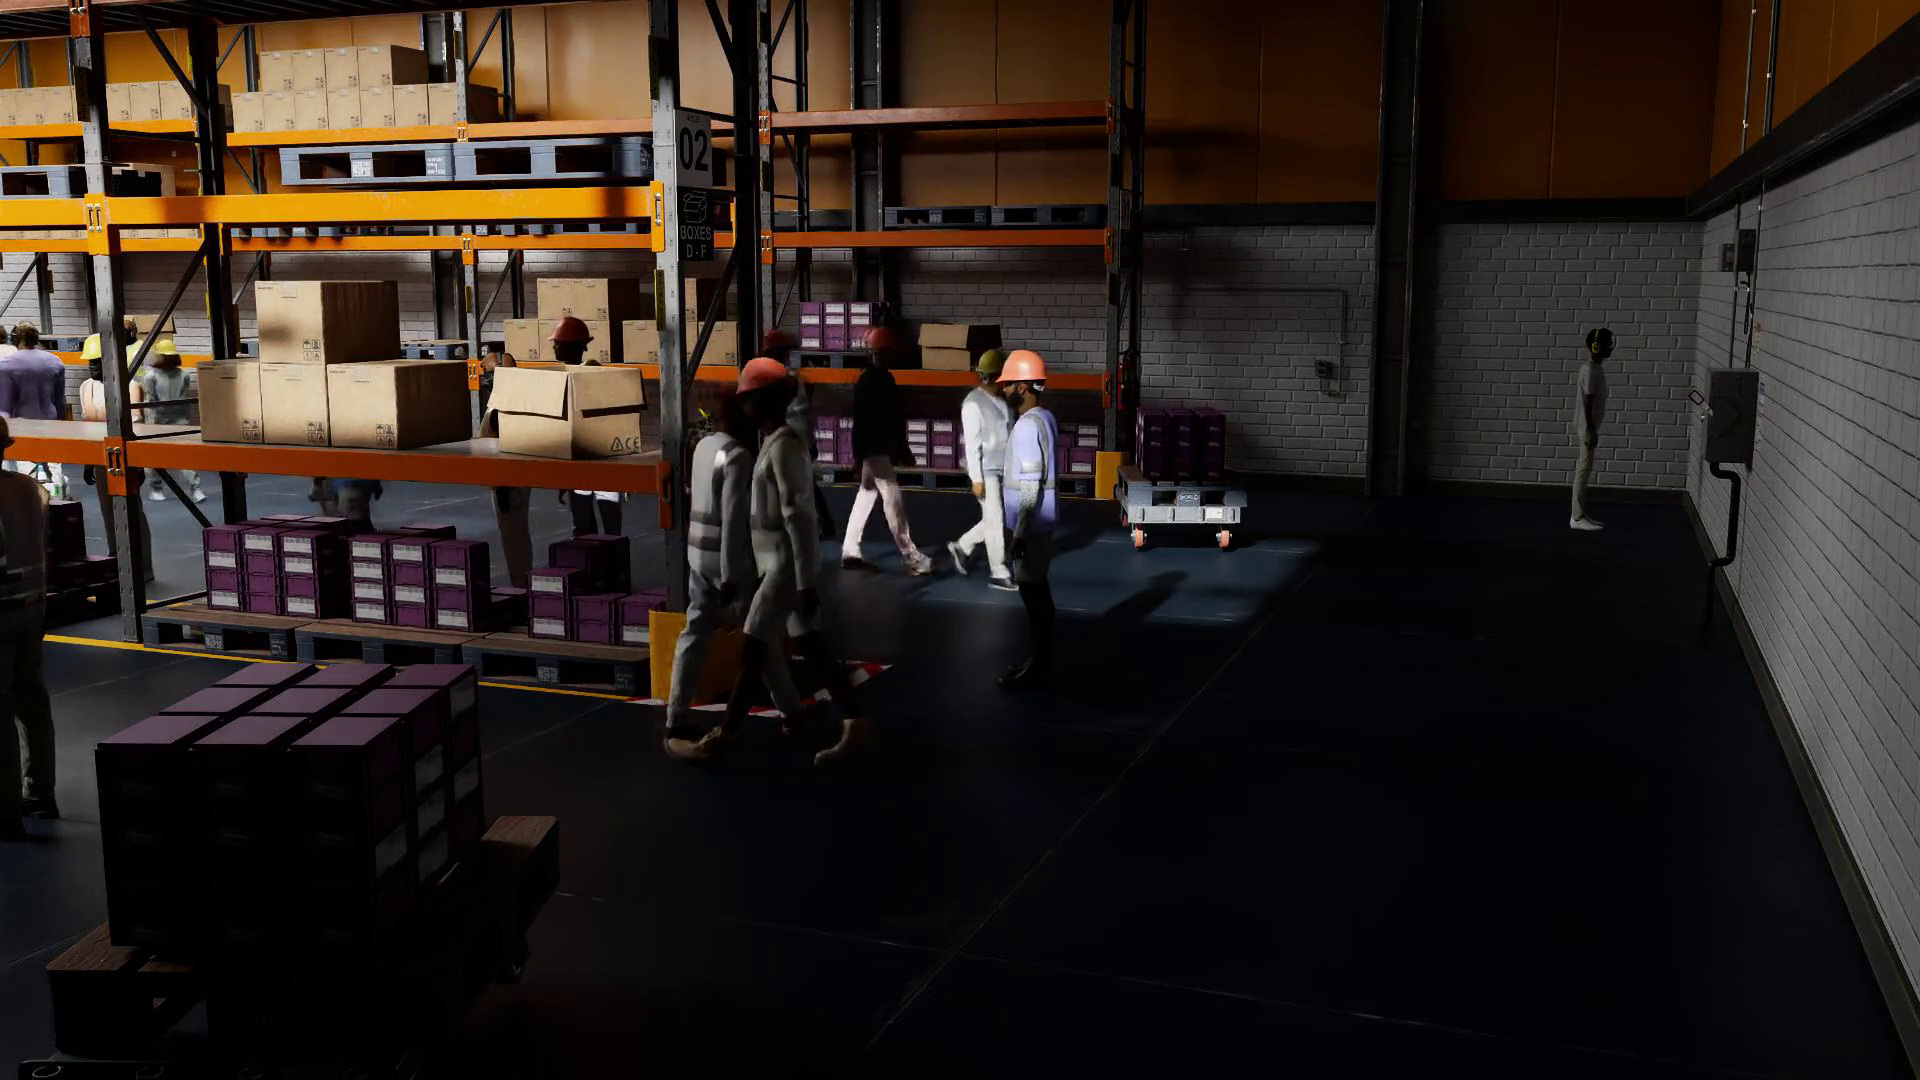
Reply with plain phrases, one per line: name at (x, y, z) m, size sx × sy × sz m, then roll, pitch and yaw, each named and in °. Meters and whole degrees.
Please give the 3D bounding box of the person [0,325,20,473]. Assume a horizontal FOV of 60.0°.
person at (-10.534, -1.456, 18.333) m, size 0.656 × 1.823 × 0.644 m, roll 7°, pitch 12°, yaw 39°

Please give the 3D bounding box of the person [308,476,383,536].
person at (-4.527, -0.424, 12.321) m, size 0.886 × 1.644 × 0.544 m, roll 2°, pitch 9°, yaw 15°

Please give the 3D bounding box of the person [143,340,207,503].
person at (-8.181, -1.222, 17.224) m, size 0.920 × 1.692 × 0.505 m, roll 8°, pitch 12°, yaw 40°

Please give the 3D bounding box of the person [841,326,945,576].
person at (-0.526, -0.692, 13.083) m, size 0.980 × 1.949 × 0.618 m, roll 2°, pitch 9°, yaw 11°

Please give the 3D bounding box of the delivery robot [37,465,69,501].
delivery robot at (-8.656, -0.464, 15.730) m, size 0.477 × 0.478 × 0.707 m, roll -4°, pitch 10°, yaw -22°

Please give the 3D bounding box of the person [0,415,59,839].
person at (-4.068, 0.338, 6.988) m, size 0.404 × 1.833 × 0.605 m, roll 1°, pitch 9°, yaw 4°

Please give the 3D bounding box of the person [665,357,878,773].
person at (-0.869, 0.125, 7.915) m, size 1.030 × 1.964 × 0.664 m, roll -1°, pitch 9°, yaw -6°

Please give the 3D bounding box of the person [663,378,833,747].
person at (-1.104, 0.109, 8.386) m, size 0.944 × 1.837 × 0.588 m, roll -6°, pitch 11°, yaw -34°

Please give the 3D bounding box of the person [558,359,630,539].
person at (-2.594, -0.393, 11.785) m, size 0.524 × 1.769 × 0.325 m, roll -1°, pitch 9°, yaw -6°

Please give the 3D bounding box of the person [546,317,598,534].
person at (-2.895, -0.647, 12.499) m, size 0.365 × 2.048 × 0.608 m, roll -1°, pitch 9°, yaw -7°

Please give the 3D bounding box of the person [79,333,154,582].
person at (-6.463, -0.611, 12.683) m, size 0.588 × 1.919 × 0.395 m, roll 3°, pitch 10°, yaw 20°

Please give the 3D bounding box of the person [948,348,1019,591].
person at (0.203, -0.538, 12.550) m, size 0.701 × 1.815 × 0.614 m, roll 5°, pitch 10°, yaw 30°

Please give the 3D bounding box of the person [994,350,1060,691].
person at (0.372, -0.107, 9.457) m, size 0.373 × 1.934 × 0.551 m, roll 2°, pitch 9°, yaw 14°

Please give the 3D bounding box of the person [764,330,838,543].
person at (-1.511, -0.885, 14.499) m, size 1.000 × 1.872 × 0.579 m, roll -3°, pitch 10°, yaw -20°

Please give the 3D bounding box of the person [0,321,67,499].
person at (-8.592, -1.058, 15.419) m, size 0.366 × 1.939 × 0.635 m, roll 5°, pitch 10°, yaw 29°

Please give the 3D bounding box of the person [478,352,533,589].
person at (-3.150, -0.389, 11.567) m, size 0.430 × 1.836 × 0.618 m, roll -1°, pitch 9°, yaw -7°

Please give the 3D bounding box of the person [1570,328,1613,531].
person at (5.881, -1.031, 15.463) m, size 0.336 × 1.873 × 0.521 m, roll 4°, pitch 10°, yaw 24°

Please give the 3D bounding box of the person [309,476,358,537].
person at (-4.918, -0.664, 12.948) m, size 0.352 × 1.937 × 0.635 m, roll -8°, pitch 12°, yaw -41°

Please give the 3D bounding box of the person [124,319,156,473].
person at (-9.858, -1.701, 19.805) m, size 0.625 × 1.837 × 0.428 m, roll 3°, pitch 10°, yaw 18°
